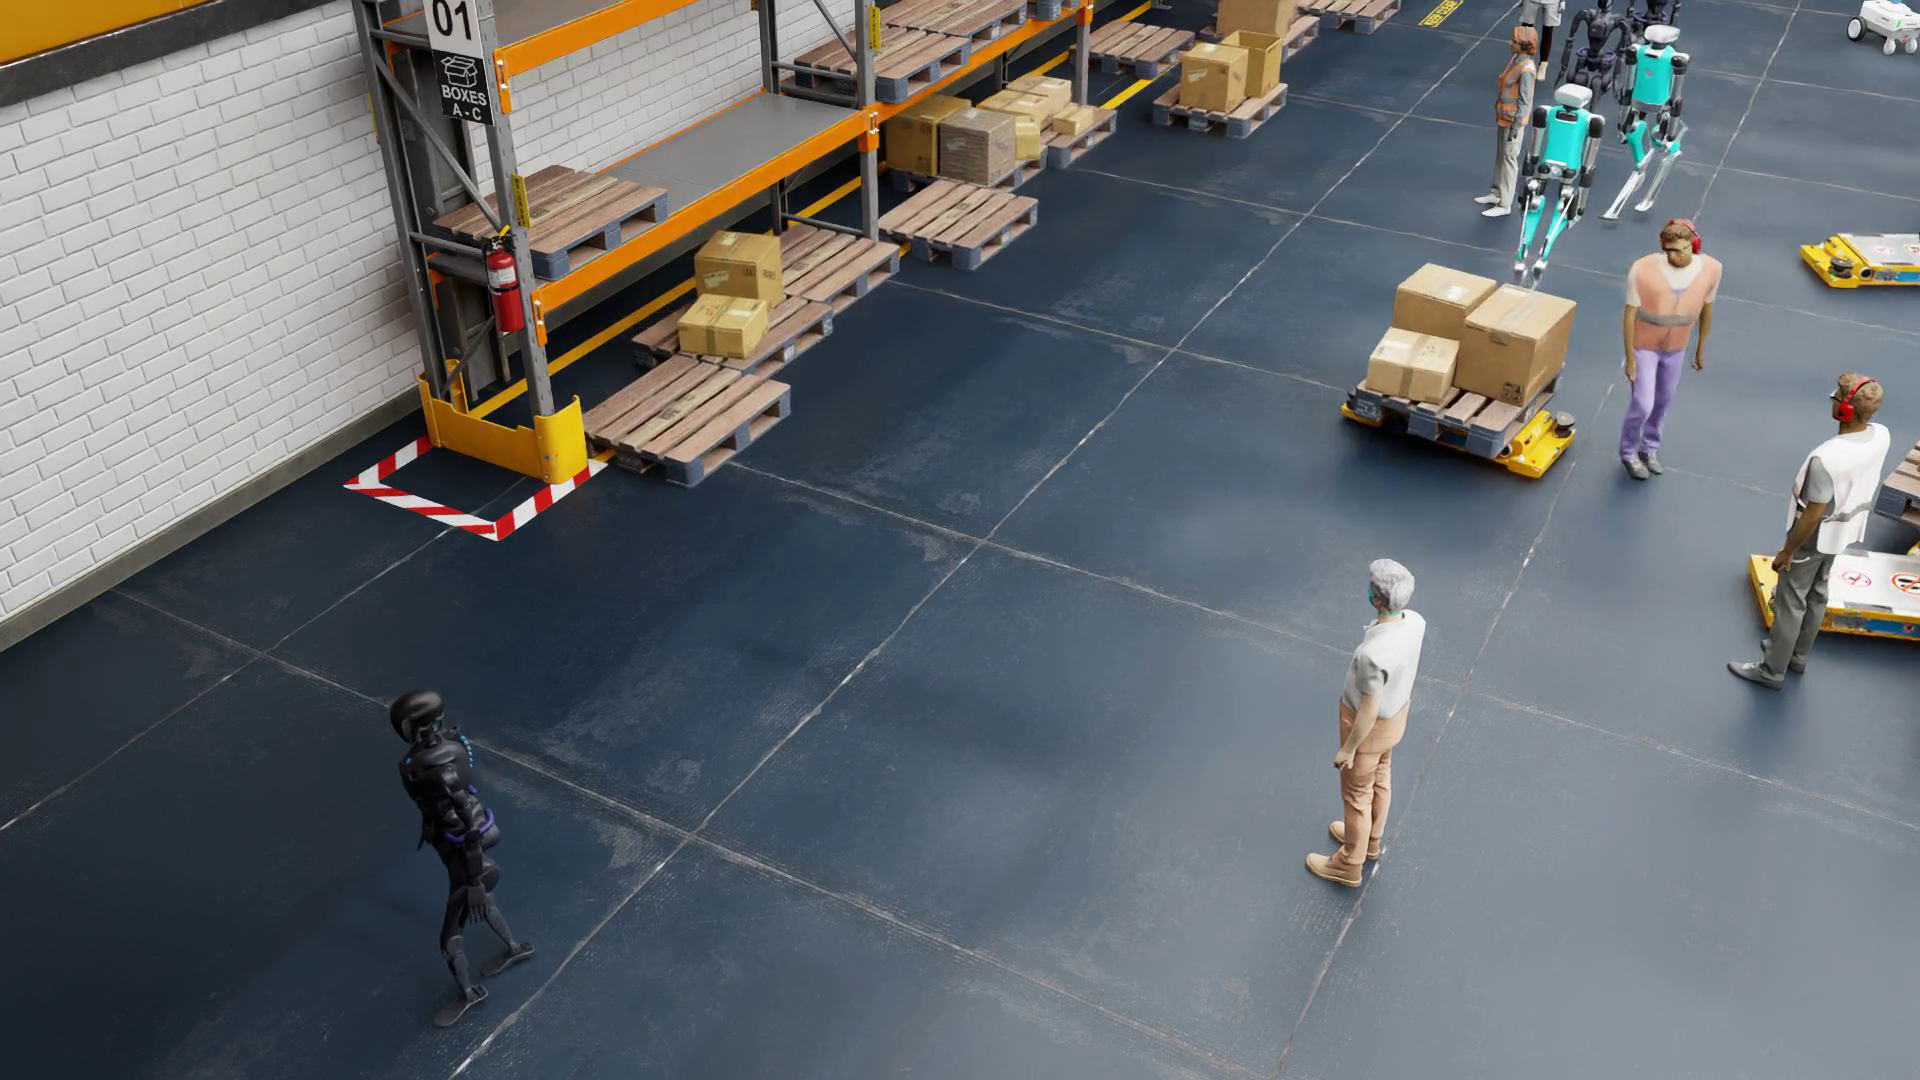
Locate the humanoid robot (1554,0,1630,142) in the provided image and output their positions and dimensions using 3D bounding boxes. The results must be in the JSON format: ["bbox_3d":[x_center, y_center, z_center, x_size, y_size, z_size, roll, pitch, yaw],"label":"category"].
[{"bbox_3d":[5.873,-4.369,15.514,0.612,1.623,0.777,21,39,28],"label":"humanoid robot"}]

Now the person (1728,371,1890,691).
[{"bbox_3d":[4.517,-0.018,8.745,0.571,1.843,0.376,-22,39,-29],"label":"person"}]

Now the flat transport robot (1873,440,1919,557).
[{"bbox_3d":[6.361,-0.046,10.218,0.659,0.231,1.431,27,42,34],"label":"flat transport robot"}]

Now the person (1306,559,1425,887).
[{"bbox_3d":[1.859,0.833,7.551,0.309,1.740,0.491,22,40,30],"label":"person"}]

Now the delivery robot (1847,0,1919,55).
[{"bbox_3d":[10.429,-5.806,18.691,0.499,0.614,0.808,-5,34,-8],"label":"delivery robot"}]

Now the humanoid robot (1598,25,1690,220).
[{"bbox_3d":[5.908,-3.539,14.162,0.935,1.744,0.553,-27,42,-35],"label":"humanoid robot"}]

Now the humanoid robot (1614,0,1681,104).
[{"bbox_3d":[6.845,-5.009,16.475,0.609,1.632,0.716,-5,34,-7],"label":"humanoid robot"}]

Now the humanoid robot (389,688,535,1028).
[{"bbox_3d":[-2.128,1.277,6.939,0.530,1.644,0.616,-23,40,-30],"label":"humanoid robot"}]

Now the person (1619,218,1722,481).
[{"bbox_3d":[4.458,-1.206,10.578,0.607,1.814,0.503,-2,33,-2],"label":"person"}]

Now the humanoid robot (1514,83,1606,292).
[{"bbox_3d":[4.416,-2.491,12.595,0.538,1.793,0.783,21,39,29],"label":"humanoid robot"}]

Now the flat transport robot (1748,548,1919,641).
[{"bbox_3d":[5.395,0.342,9.631,1.431,0.231,0.659,7,34,10],"label":"flat transport robot"}]

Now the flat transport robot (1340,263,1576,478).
[{"bbox_3d":[3.415,-0.843,11.424,1.431,0.231,0.659,22,40,30],"label":"flat transport robot"}]

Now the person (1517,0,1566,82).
[{"bbox_3d":[6.118,-5.683,17.449,0.533,1.698,0.318,16,37,22],"label":"person"}]

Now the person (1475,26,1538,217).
[{"bbox_3d":[4.757,-3.614,14.371,0.305,1.638,0.524,2,34,4],"label":"person"}]

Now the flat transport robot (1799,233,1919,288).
[{"bbox_3d":[7.718,-2.268,13.580,1.431,0.231,0.659,1,33,1],"label":"flat transport robot"}]
